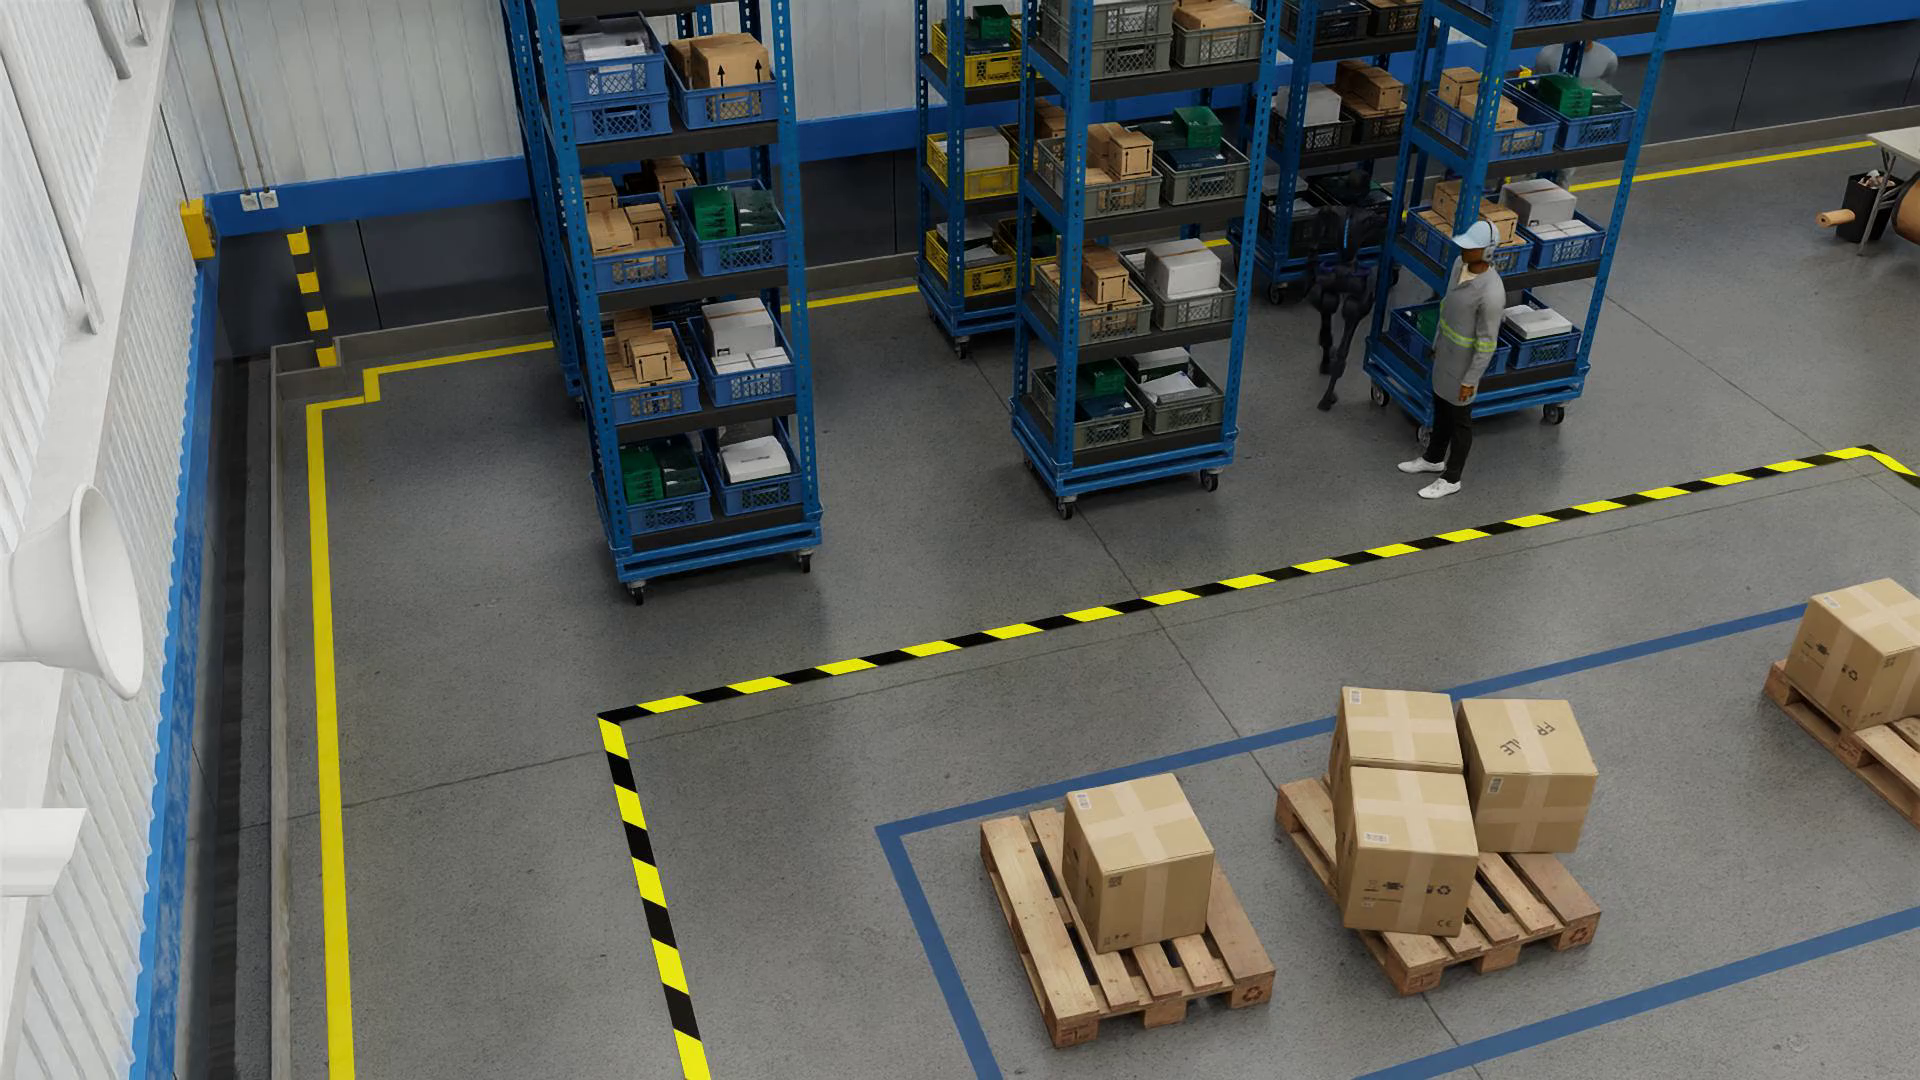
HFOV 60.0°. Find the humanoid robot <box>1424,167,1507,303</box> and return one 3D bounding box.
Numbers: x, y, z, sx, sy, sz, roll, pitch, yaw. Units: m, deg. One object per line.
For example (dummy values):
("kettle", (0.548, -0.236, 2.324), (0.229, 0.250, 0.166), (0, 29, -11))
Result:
("humanoid robot", (3.814, -2.526, 12.423), (0.466, 1.643, 0.610), (-19, 39, -24))

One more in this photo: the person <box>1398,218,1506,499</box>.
("person", (3.061, -1.119, 10.268), (0.371, 1.852, 0.588), (-6, 36, -8))

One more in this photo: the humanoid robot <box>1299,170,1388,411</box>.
("humanoid robot", (2.629, -1.751, 11.338), (0.599, 1.628, 0.754), (15, 38, 21))

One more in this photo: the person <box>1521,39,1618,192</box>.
("person", (4.804, -3.275, 13.253), (0.627, 1.937, 0.376), (5, 35, 6))
